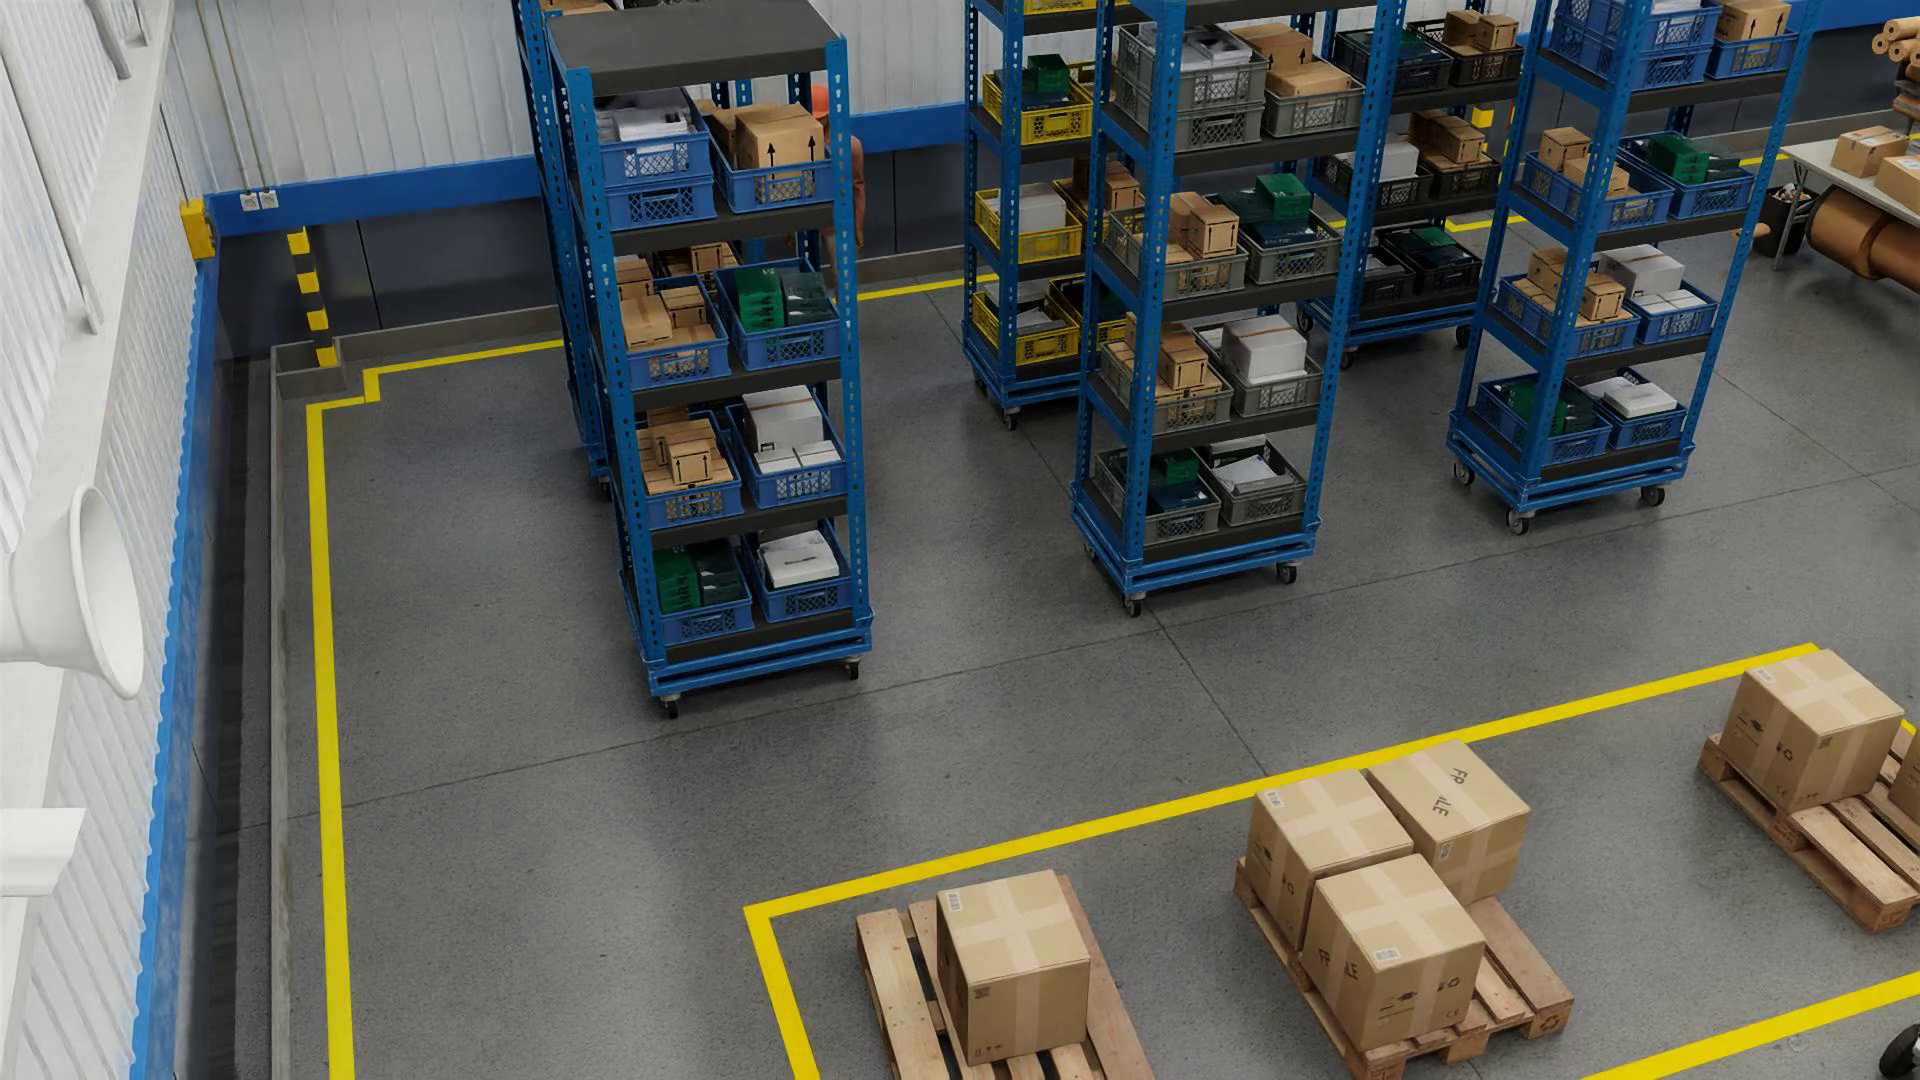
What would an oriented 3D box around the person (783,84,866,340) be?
[{"bbox_3d":[-0.967,-2.243,11.727,0.611,1.996,0.379,2,35,3],"label":"person"}]
